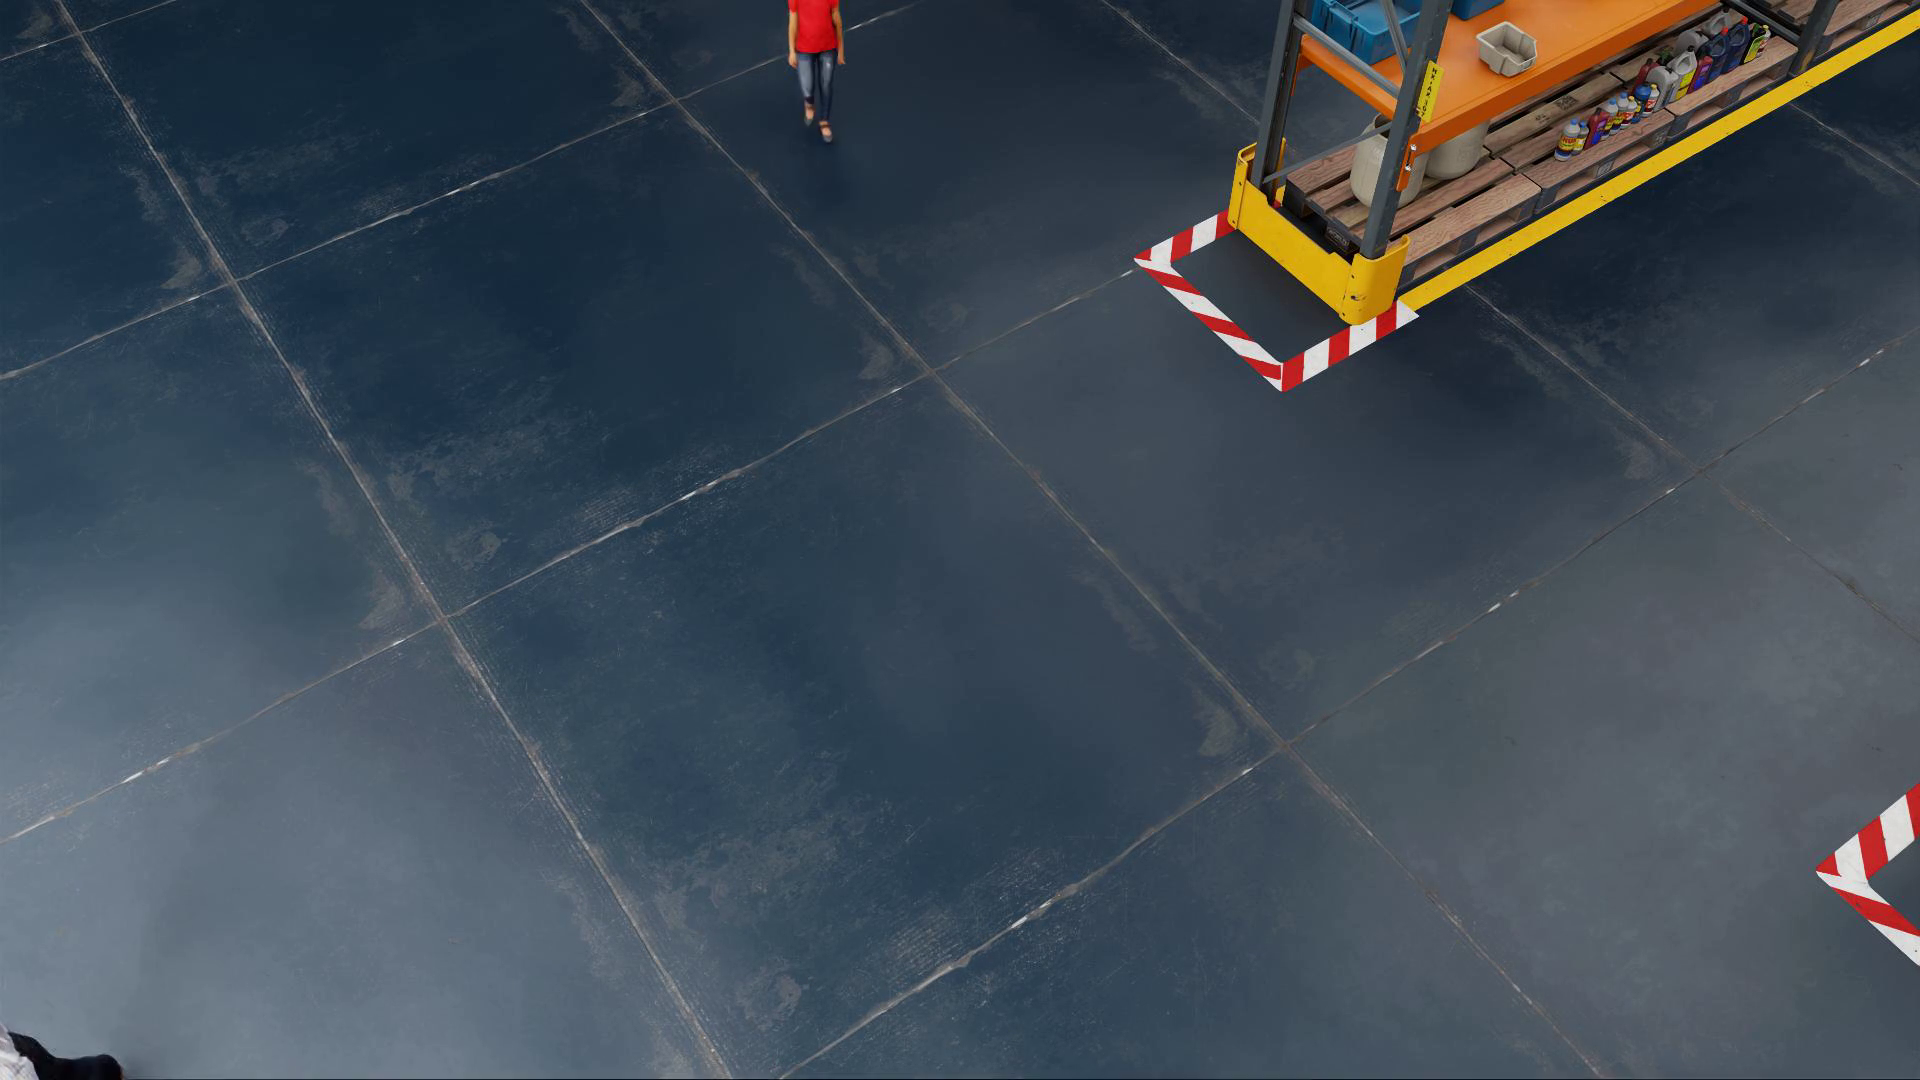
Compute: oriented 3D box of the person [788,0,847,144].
[{"bbox_3d":[-0.905,-3.087,10.293,0.577,1.305,0.642,-11,53,-8],"label":"person"}]
